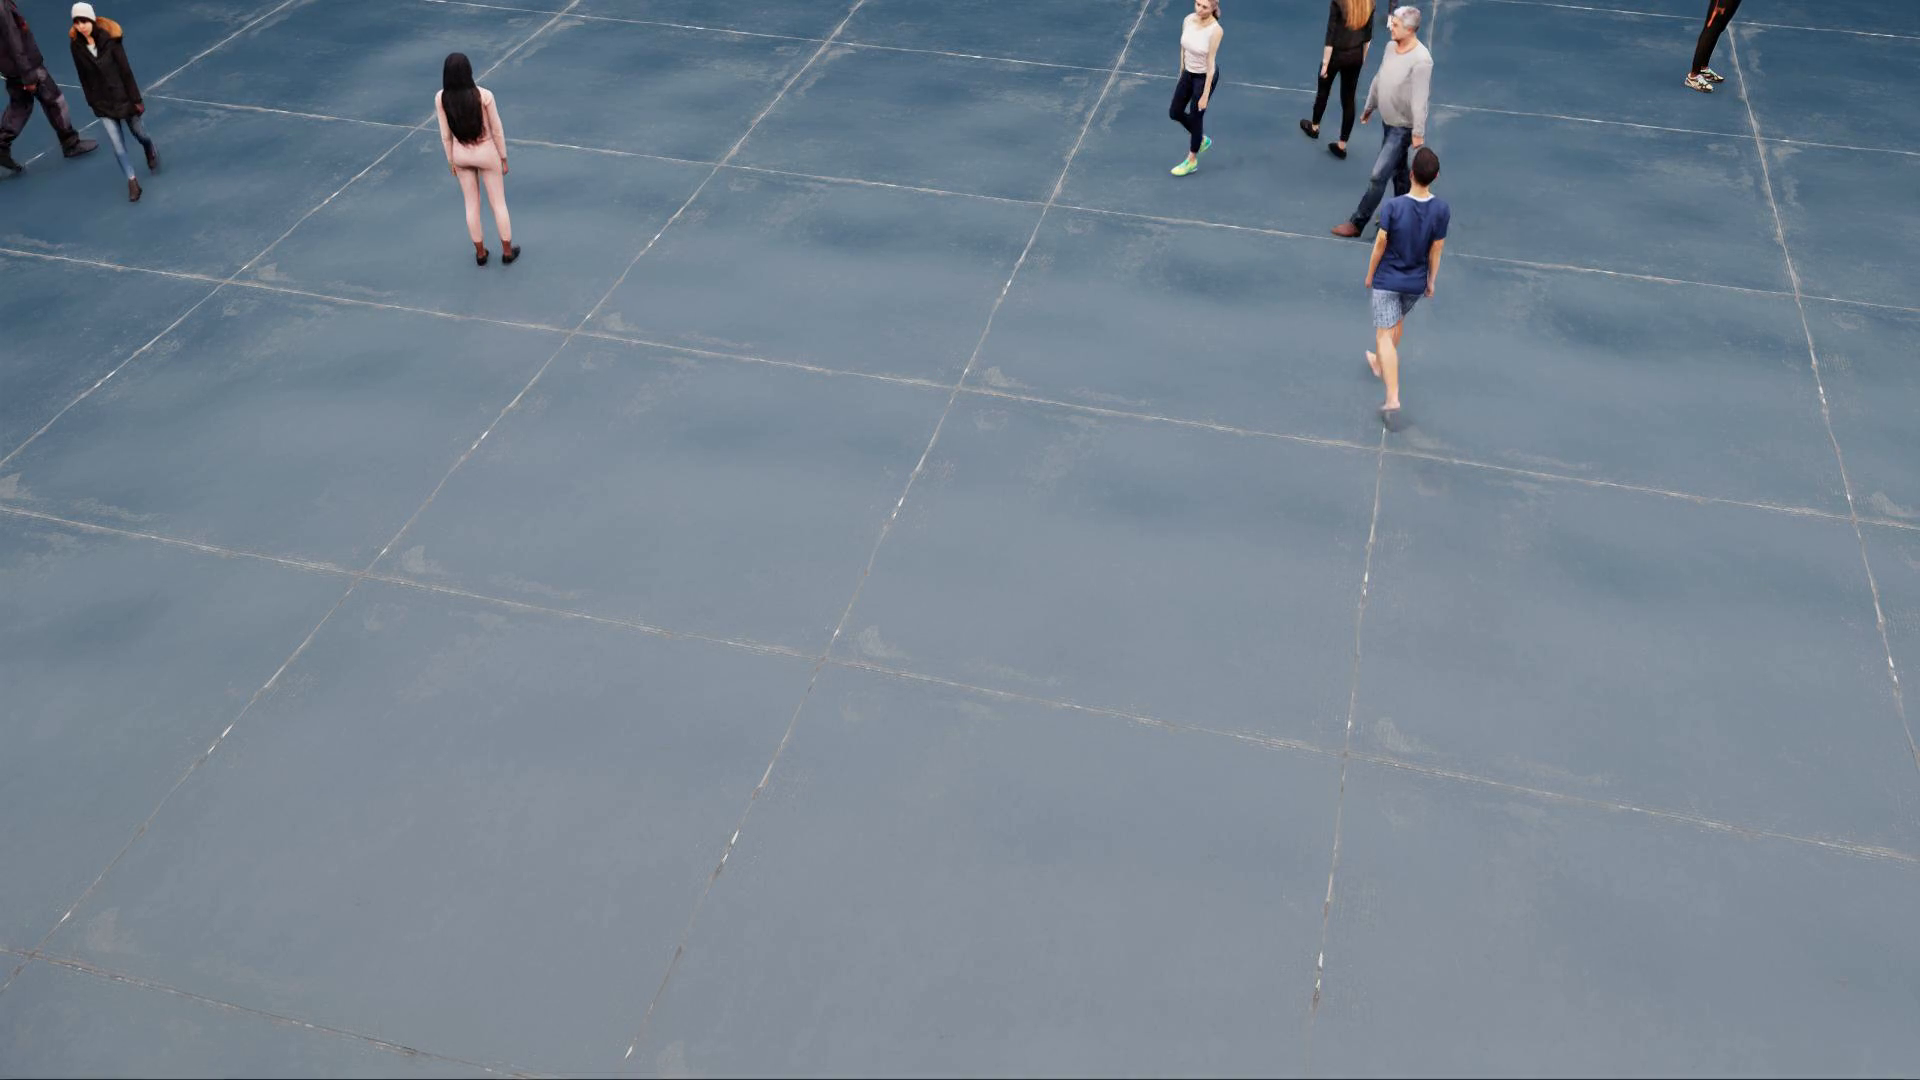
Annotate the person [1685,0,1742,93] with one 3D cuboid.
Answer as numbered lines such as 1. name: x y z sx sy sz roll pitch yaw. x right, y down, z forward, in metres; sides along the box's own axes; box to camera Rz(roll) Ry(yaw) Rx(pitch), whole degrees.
1. person: 7.258 -5.194 15.729 0.763 1.808 0.627 28 46 31

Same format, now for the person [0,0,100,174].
1. person: -8.164 -4.043 14.250 1.001 1.816 1.261 26 45 29

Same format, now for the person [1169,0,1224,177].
1. person: 2.107 -3.917 14.195 0.866 1.685 0.808 -20 42 -23

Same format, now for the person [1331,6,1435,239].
1. person: 3.589 -3.325 13.286 1.113 1.874 1.132 -8 39 -10

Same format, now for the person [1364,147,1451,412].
1. person: 3.004 -1.720 11.280 0.873 1.818 1.207 -3 38 -3

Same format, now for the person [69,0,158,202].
1. person: -7.102 -3.736 14.020 0.909 1.617 1.075 -9 39 -12

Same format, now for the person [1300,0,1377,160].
1. person: 3.380 -4.146 14.486 0.904 1.688 1.054 -8 39 -10

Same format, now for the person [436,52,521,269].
1. person: -3.757 -2.950 12.932 0.674 1.720 0.626 -2 38 -2
